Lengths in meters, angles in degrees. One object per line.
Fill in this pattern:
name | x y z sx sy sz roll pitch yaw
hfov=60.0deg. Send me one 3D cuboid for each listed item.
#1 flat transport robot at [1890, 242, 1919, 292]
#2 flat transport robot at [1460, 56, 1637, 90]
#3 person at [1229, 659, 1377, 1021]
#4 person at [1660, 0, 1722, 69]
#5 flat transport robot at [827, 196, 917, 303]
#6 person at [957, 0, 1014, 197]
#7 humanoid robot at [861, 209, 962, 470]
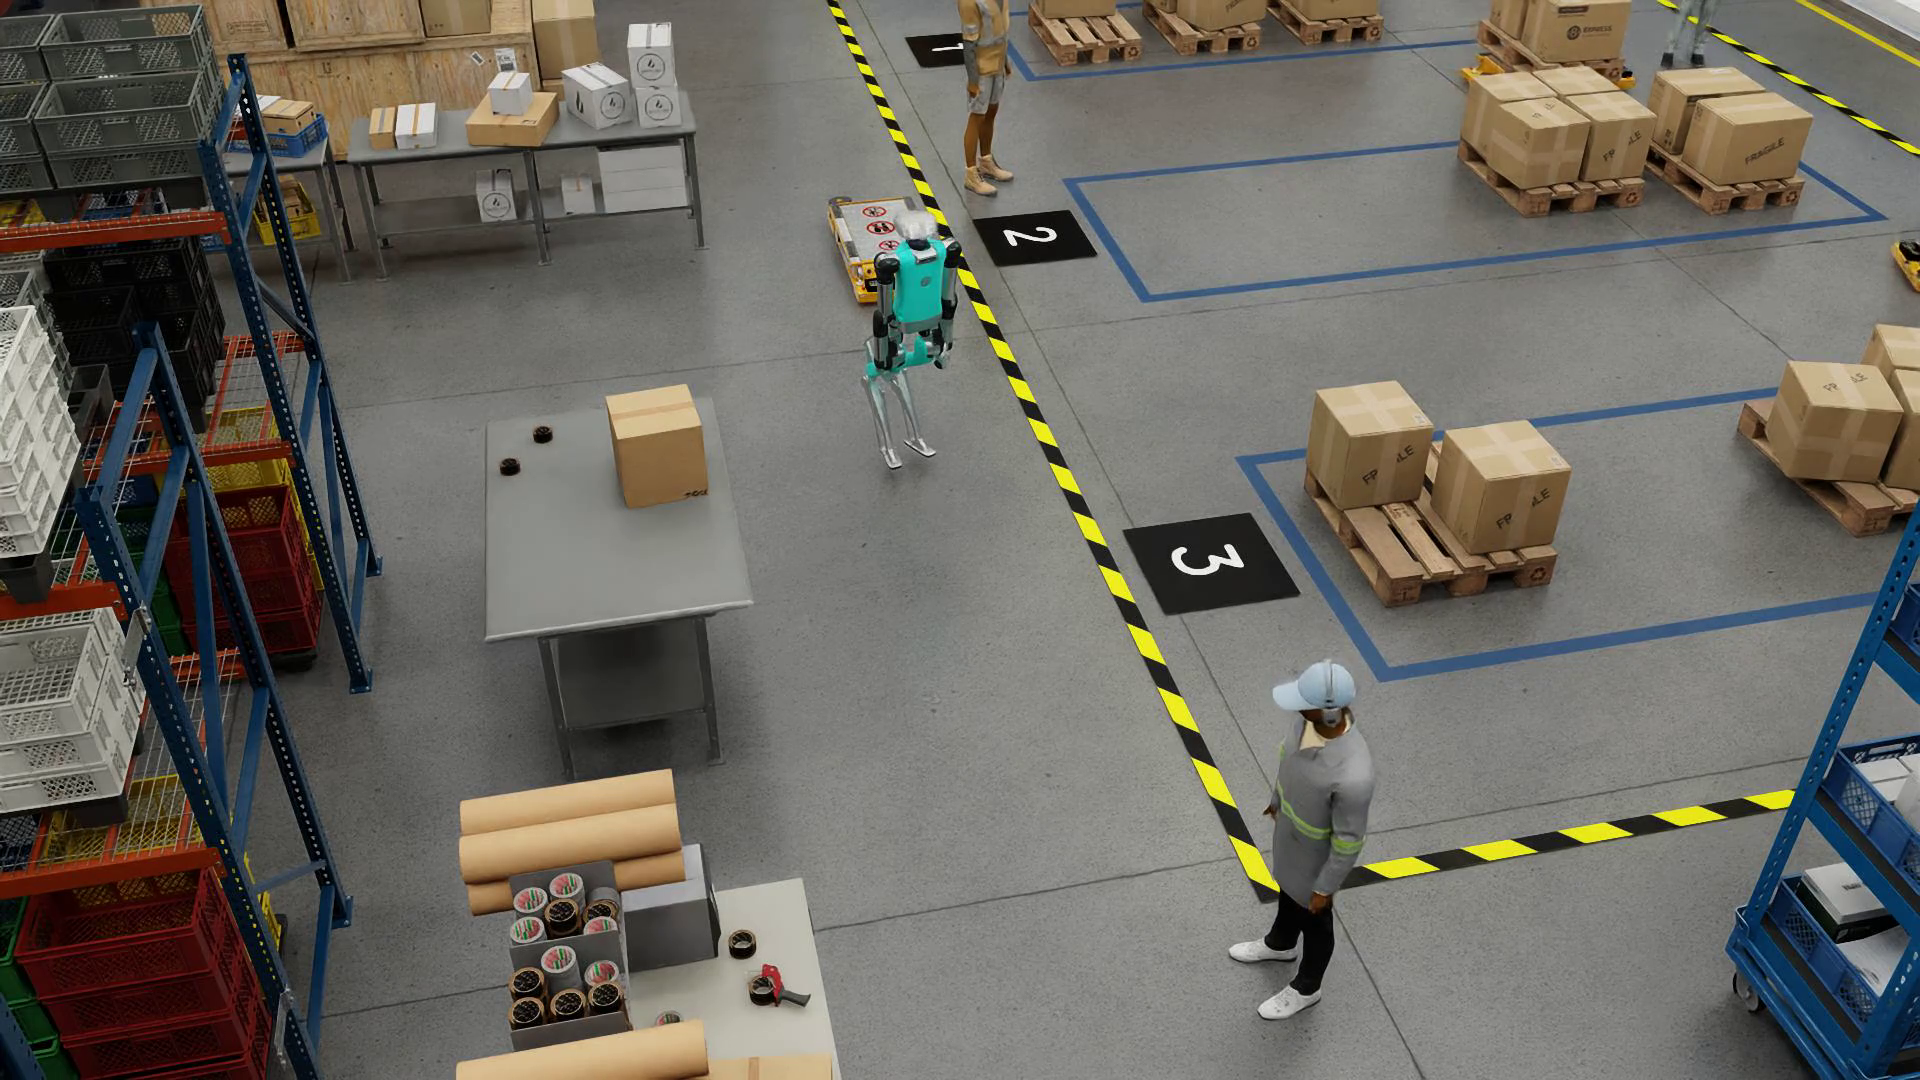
flat transport robot | 7.720 -2.010 12.232 1.431 0.197 0.652 5 37 6
flat transport robot | 5.433 -4.325 15.343 1.431 0.197 0.652 -8 37 -10
person | 1.363 1.189 6.633 0.396 1.848 0.587 -7 37 -9
person | 6.903 -5.264 15.318 0.599 1.829 0.404 6 37 9
flat transport robot | -0.570 -2.220 12.538 0.659 0.231 1.431 -8 37 -10
person | 0.227 -3.745 13.099 0.366 2.048 0.606 18 40 23
humanoid robot | -0.361 -1.248 9.891 0.533 1.673 0.735 -19 41 -23
